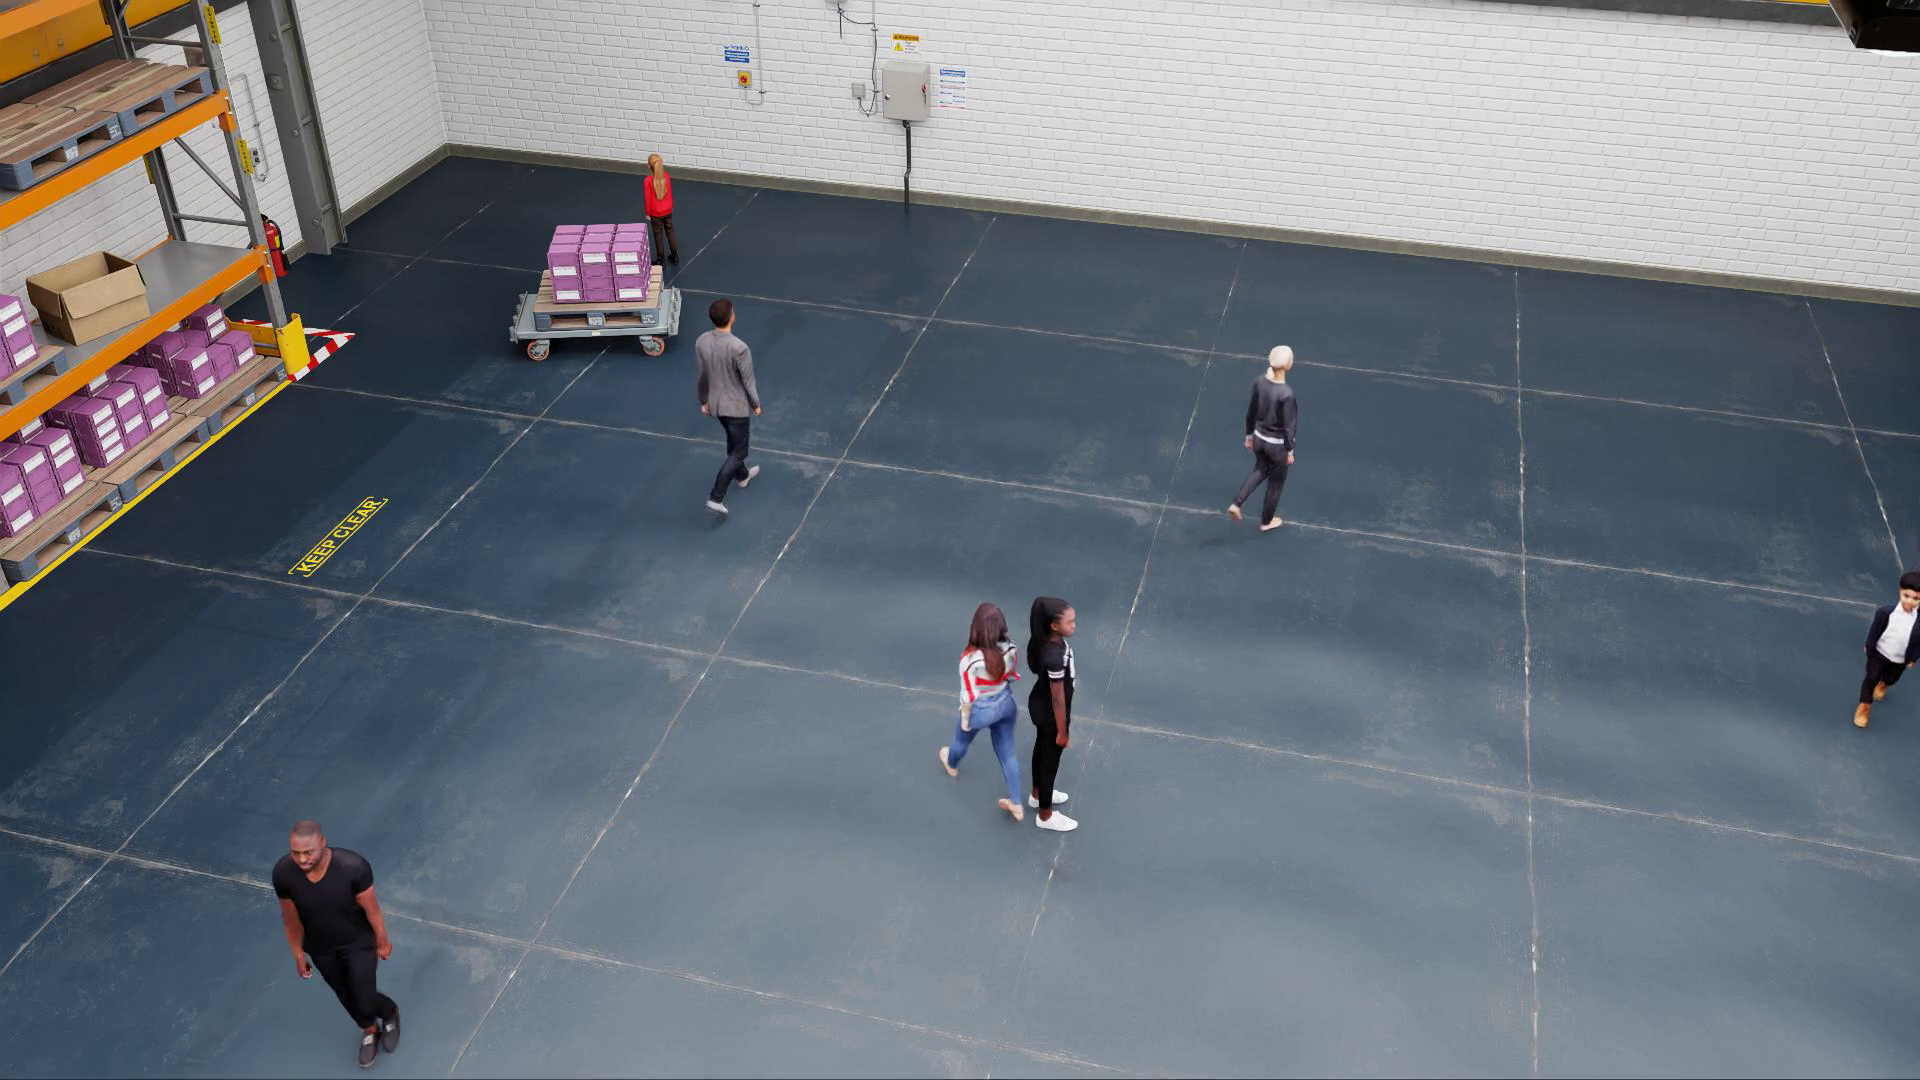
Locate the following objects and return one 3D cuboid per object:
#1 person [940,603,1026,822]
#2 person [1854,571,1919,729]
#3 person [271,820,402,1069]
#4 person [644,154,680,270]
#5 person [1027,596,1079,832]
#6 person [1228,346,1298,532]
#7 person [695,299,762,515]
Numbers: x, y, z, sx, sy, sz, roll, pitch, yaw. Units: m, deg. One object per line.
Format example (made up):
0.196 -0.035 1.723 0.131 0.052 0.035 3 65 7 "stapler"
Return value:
0.250 1.147 10.824 1.042 1.562 1.122 -18 38 -25 "person"
6.609 0.729 11.768 0.633 1.213 0.842 18 38 25 "person"
-3.352 2.140 9.107 0.735 1.809 0.745 1 34 2 "person"
-3.290 -3.616 18.242 0.560 1.281 0.640 -26 41 -33 "person"
0.591 1.107 10.729 0.745 1.732 0.621 -3 34 -4 "person"
2.502 -0.796 13.609 0.893 1.714 0.828 -20 39 -27 "person"
-1.964 -1.085 13.928 0.923 1.842 1.226 20 38 27 "person"
